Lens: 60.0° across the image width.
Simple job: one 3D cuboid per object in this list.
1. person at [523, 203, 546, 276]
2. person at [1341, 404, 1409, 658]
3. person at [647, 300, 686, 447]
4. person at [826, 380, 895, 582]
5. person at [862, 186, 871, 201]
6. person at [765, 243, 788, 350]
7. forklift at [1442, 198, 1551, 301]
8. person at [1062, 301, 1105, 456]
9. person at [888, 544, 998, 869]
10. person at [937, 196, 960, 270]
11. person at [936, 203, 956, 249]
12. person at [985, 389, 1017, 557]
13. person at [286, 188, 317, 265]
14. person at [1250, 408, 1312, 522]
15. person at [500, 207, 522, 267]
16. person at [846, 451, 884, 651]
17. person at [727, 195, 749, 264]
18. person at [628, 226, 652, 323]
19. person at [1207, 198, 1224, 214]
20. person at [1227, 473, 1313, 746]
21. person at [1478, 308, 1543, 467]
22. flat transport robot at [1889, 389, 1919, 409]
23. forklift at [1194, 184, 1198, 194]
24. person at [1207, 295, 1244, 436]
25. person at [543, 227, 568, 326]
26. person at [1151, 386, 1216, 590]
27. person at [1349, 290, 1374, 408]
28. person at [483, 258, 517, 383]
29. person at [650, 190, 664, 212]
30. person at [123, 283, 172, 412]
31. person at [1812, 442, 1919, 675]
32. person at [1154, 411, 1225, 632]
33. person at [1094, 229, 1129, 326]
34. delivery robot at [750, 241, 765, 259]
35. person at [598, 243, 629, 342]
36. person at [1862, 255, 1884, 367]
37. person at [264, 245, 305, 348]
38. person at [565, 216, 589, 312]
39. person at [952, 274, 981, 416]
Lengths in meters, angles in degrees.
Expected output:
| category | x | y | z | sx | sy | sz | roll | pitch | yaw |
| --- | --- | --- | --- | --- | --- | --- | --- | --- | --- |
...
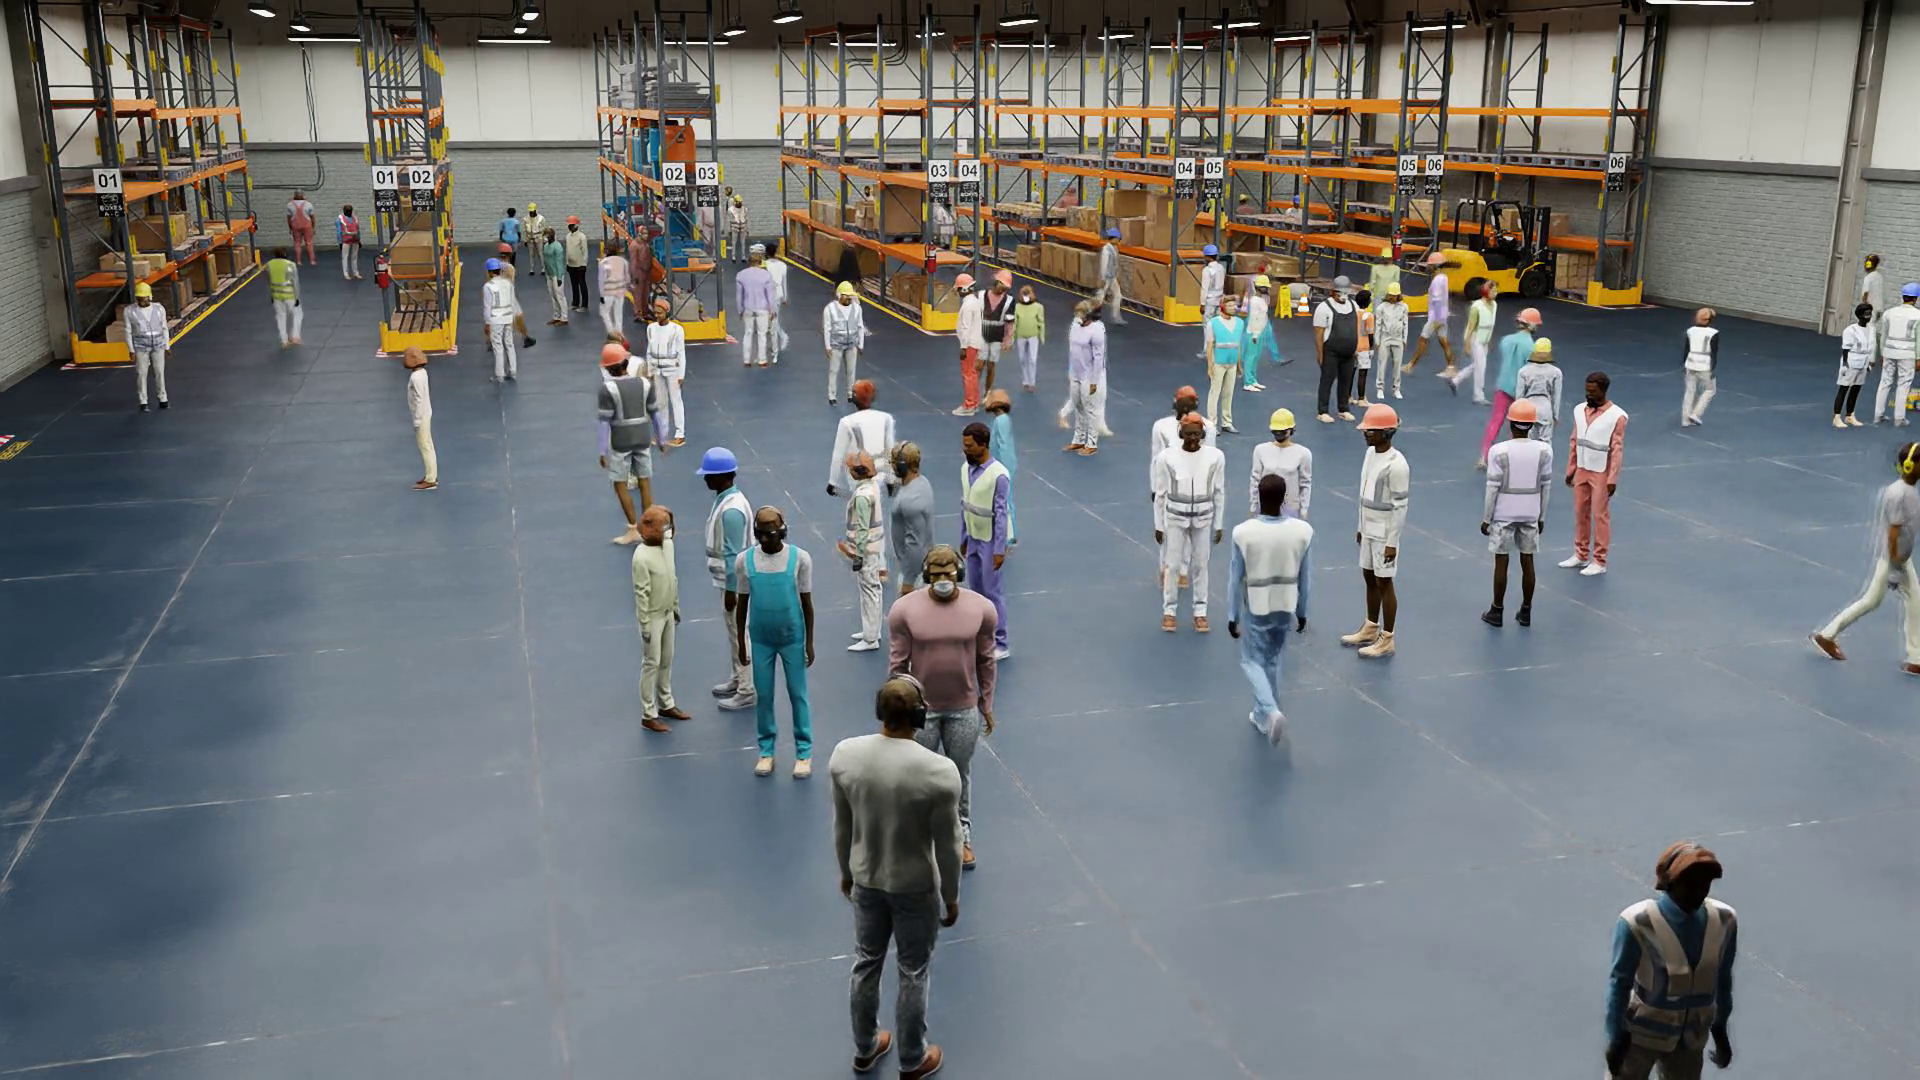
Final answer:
| category | x | y | z | sx | sy | sz | roll | pitch | yaw |
| --- | --- | --- | --- | --- | --- | --- | --- | --- | --- |
| person | -10.646 | -7.520 | 41.659 | 0.598 | 1.824 | 0.403 | 2 | 15 | 7 |
| person | 3.299 | -0.073 | 13.206 | 0.394 | 2.042 | 0.611 | -3 | 15 | -10 |
| person | -3.758 | -2.134 | 21.286 | 0.581 | 1.879 | 0.345 | 8 | 17 | 28 |
| person | -0.942 | -0.581 | 15.503 | 0.596 | 1.834 | 0.970 | -11 | 19 | -37 |
| person | -2.697 | -9.540 | 49.197 | 0.506 | 1.861 | 0.329 | 10 | 18 | 32 |
| person | -3.284 | -4.297 | 29.395 | 0.596 | 1.893 | 0.812 | -13 | 20 | -41 |
| forklift | 11.913 | -6.508 | 37.130 | 2.313 | 2.155 | 1.214 | -4 | 15 | -15 |
| person | 1.546 | -2.015 | 20.723 | 0.373 | 1.937 | 0.629 | -8 | 17 | -28 |
| person | -0.094 | 0.955 | 9.539 | 0.629 | 1.940 | 0.378 | -2 | 15 | -6 |
| person | -0.307 | -8.031 | 43.462 | 0.563 | 1.885 | 0.986 | -9 | 18 | -32 |
| person | -0.362 | -8.364 | 45.194 | 0.547 | 1.617 | 0.525 | -4 | 15 | -15 |
| person | 0.398 | -0.662 | 16.285 | 0.321 | 1.596 | 0.609 | 0 | 15 | 1 |
| person | -17.591 | -8.375 | 44.450 | 0.688 | 2.000 | 0.536 | -4 | 15 | -16 |
| person | 2.786 | -0.278 | 14.510 | 0.527 | 1.768 | 0.331 | 6 | 16 | 22 |
| person | -11.385 | -7.588 | 42.174 | 0.567 | 1.673 | 0.397 | 0 | 15 | -1 |
| person | -0.762 | 0.083 | 13.396 | 0.309 | 1.640 | 0.513 | 1 | 15 | 5 |
| person | -5.970 | -8.371 | 44.824 | 0.600 | 1.836 | 0.404 | -6 | 16 | -21 |
| person | -6.316 | -5.290 | 33.132 | 0.401 | 1.895 | 0.655 | 5 | 16 | 17 |
| person | 7.888 | -10.040 | 51.383 | 0.532 | 1.694 | 0.319 | 5 | 16 | 18 |
| person | 2.138 | 0.486 | 11.422 | 0.598 | 1.888 | 0.707 | -3 | 15 | -11 |
| person | 6.687 | -1.824 | 20.025 | 1.062 | 1.943 | 0.616 | -11 | 18 | -35 |
| flat transport robot | 14.135 | -1.966 | 23.726 | 1.431 | 0.197 | 0.652 | 12 | 19 | 39 |
| forklift | 7.392 | -11.333 | 53.972 | 1.873 | 2.768 | 1.129 | -4 | 15 | -15 |
| person | 3.492 | -2.317 | 22.020 | 0.564 | 1.850 | 0.389 | -8 | 17 | -29 |
| person | -7.937 | -5.153 | 32.554 | 0.380 | 1.930 | 0.625 | -12 | 19 | -38 |
| person | 2.019 | -0.454 | 14.973 | 0.587 | 1.865 | 0.557 | 0 | 15 | 1 |
| person | 5.767 | -2.752 | 23.953 | 0.319 | 1.696 | 0.532 | -9 | 17 | -29 |
| person | -7.231 | -3.440 | 26.089 | 0.414 | 1.940 | 0.601 | 7 | 16 | 25 |
| person | -8.344 | -8.757 | 46.139 | 0.398 | 1.916 | 0.598 | -14 | 20 | -43 |
| person | -11.558 | -2.752 | 23.705 | 0.589 | 1.827 | 0.404 | -13 | 20 | -41 |
| person | 7.201 | 0.128 | 12.875 | 0.534 | 1.828 | 0.963 | -14 | 20 | -43 |
| person | 1.894 | -0.146 | 13.815 | 0.570 | 1.877 | 0.358 | 0 | 15 | 0 |
| person | 2.945 | -5.099 | 32.405 | 0.848 | 1.891 | 0.675 | 7 | 16 | 23 |
| delivery robot | -5.473 | -7.897 | 45.322 | 0.477 | 0.478 | 0.707 | -6 | 16 | -23 |
| person | -6.311 | -4.479 | 30.233 | 0.637 | 1.819 | 0.452 | -13 | 20 | -40 |
| person | 15.132 | -3.800 | 27.654 | 0.586 | 1.839 | 0.529 | -11 | 18 | -35 |
| person | -12.055 | -4.346 | 29.721 | 0.630 | 1.819 | 0.479 | 1 | 15 | 4 |
| person | -8.002 | -5.749 | 34.658 | 0.623 | 1.993 | 0.385 | 12 | 19 | 37 |
| person | 0.101 | -2.749 | 23.405 | 0.411 | 1.980 | 0.629 | 3 | 15 | 10 |
